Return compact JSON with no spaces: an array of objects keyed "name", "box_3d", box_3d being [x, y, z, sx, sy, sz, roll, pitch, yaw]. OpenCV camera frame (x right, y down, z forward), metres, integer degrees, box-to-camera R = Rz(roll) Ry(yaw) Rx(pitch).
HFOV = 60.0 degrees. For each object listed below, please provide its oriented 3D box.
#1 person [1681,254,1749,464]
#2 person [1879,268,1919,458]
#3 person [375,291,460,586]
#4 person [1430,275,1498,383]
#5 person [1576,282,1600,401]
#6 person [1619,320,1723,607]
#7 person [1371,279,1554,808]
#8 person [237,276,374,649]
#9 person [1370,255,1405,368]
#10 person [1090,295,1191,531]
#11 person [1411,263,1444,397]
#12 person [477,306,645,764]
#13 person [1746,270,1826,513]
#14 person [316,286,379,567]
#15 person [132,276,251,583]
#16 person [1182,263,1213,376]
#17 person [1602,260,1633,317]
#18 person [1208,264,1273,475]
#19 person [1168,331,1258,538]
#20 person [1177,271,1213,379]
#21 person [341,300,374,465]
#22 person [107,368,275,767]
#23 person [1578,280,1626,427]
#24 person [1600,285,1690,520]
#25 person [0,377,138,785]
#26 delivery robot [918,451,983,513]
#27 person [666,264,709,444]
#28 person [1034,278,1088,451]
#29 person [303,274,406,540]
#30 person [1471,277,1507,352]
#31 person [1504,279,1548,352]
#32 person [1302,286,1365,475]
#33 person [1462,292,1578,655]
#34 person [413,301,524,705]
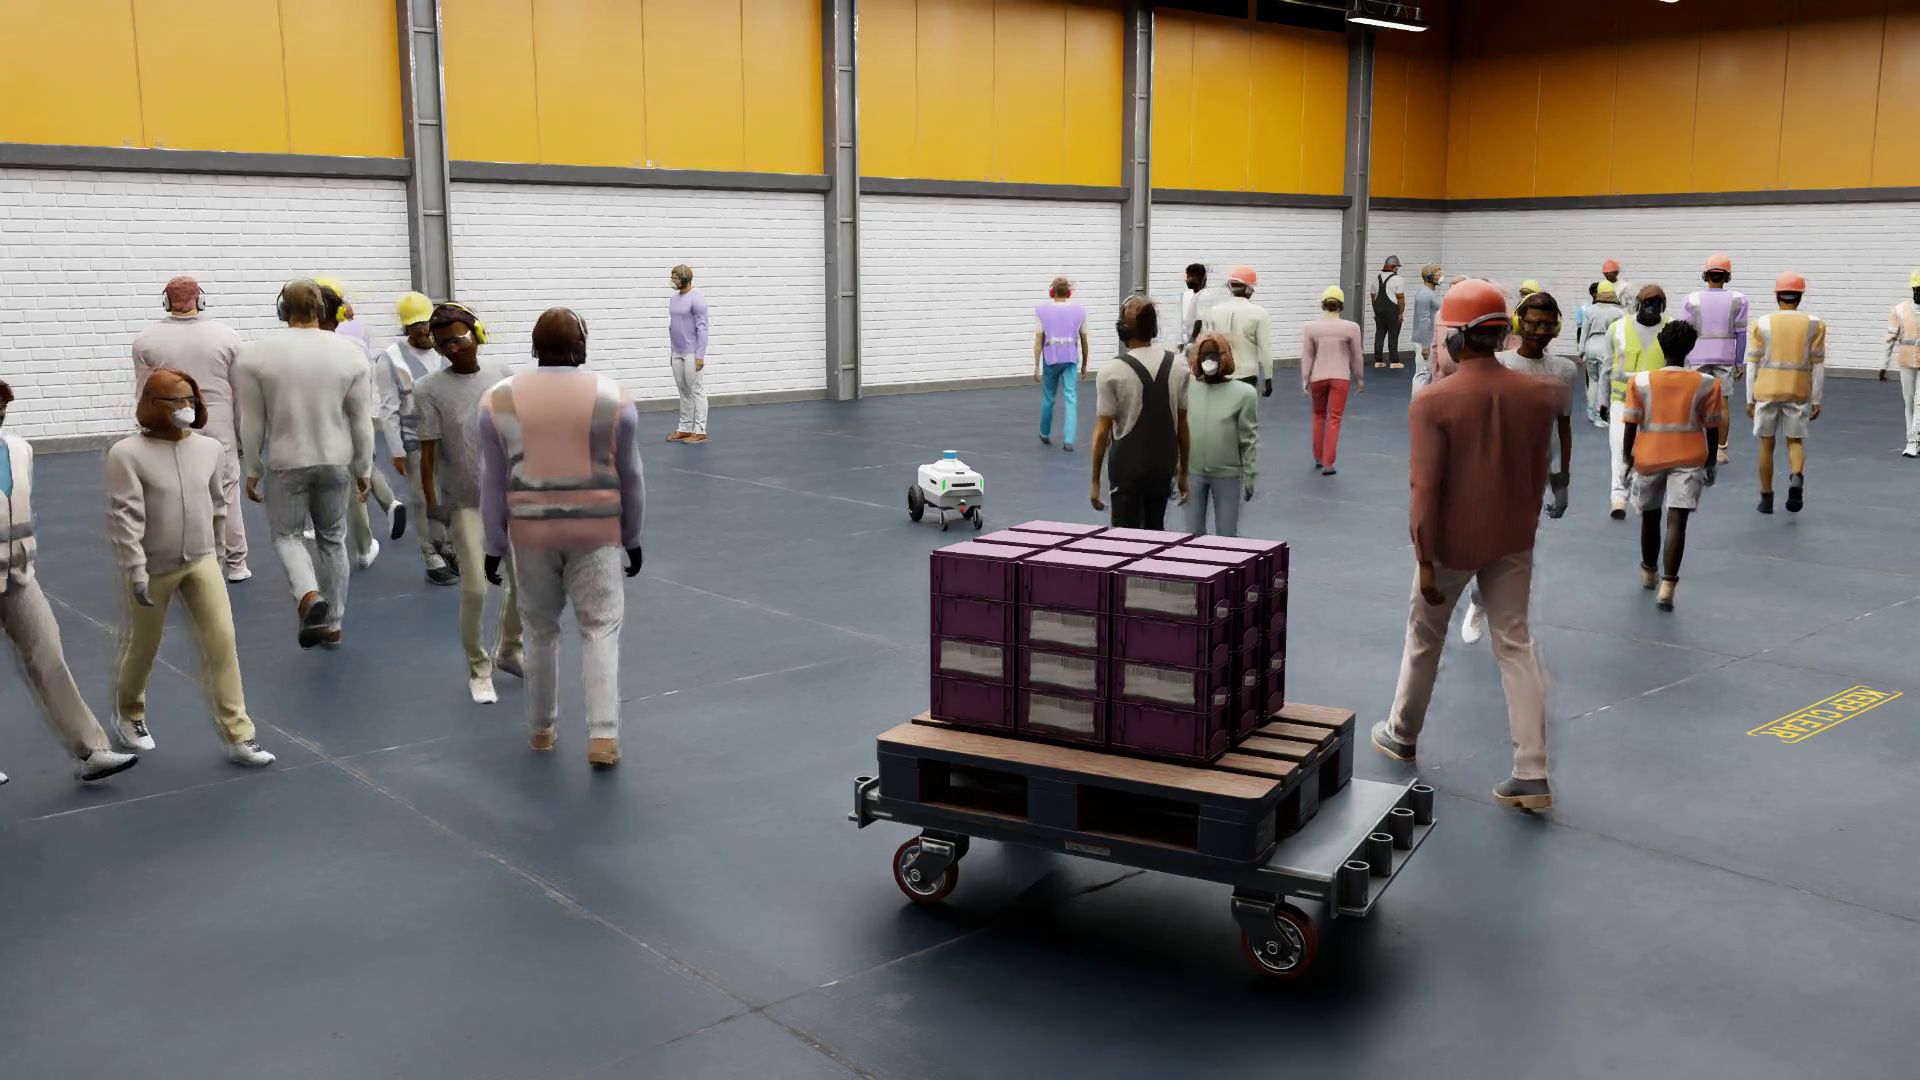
[{"name":"person","box_3d":[7.315,-1.754,16.202,0.605,2.044,0.375,3,10,18]},{"name":"person","box_3d":[9.573,-1.766,16.692,0.871,1.889,0.612,-9,13,-42]},{"name":"person","box_3d":[-3.224,-0.606,10.158,0.608,1.812,0.421,-9,13,-43]},{"name":"person","box_3d":[4.569,-1.451,14.983,0.516,1.870,0.797,-7,12,-37]},{"name":"person","box_3d":[8.910,-2.795,23.389,0.532,1.667,0.770,0,10,-1]},{"name":"person","box_3d":[4.165,-0.459,9.758,0.542,1.650,0.895,4,11,24]},{"name":"person","box_3d":[1.949,-0.001,6.267,0.615,1.946,1.042,-2,10,-9]},{"name":"person","box_3d":[-3.265,-0.359,8.384,0.639,1.920,0.601,-5,11,-28]},{"name":"person","box_3d":[7.802,-4.138,30.169,0.536,2.000,0.683,-7,12,-37]},{"name":"person","box_3d":[0.913,-0.334,8.514,0.535,1.827,0.402,-3,10,-19]},{"name":"person","box_3d":[5.609,-2.344,19.960,0.370,1.940,0.630,3,10,19]},{"name":"person","box_3d":[-1.582,-0.014,6.673,0.637,1.844,0.448,-1,10,-7]},{"name":"person","box_3d":[6.417,-1.134,12.964,0.548,1.918,0.600,3,10,19]},{"name":"person","box_3d":[-3.920,-0.664,10.444,0.548,1.826,0.928,-2,10,-10]},{"name":"person","box_3d":[-4.689,-0.659,10.211,0.638,1.902,0.407,-5,11,-25]},{"name":"person","box_3d":[2.877,-2.478,20.785,0.913,1.925,0.624,-1,10,-6]},{"name":"person","box_3d":[11.094,-3.759,28.246,0.615,1.954,1.136,9,13,43]},{"name":"person","box_3d":[2.493,-1.505,15.016,0.629,1.958,0.969,8,13,40]},{"name":"person","box_3d":[1.408,-0.356,9.272,0.501,1.616,0.548,3,10,18]},{"name":"person","box_3d":[3.100,-2.606,21.713,0.406,1.872,0.577,-6,12,-33]},{"name":"person","box_3d":[-5.485,-1.326,14.883,0.307,1.638,0.512,8,12,38]},{"name":"person","box_3d":[-3.157,0.102,6.666,0.861,1.592,0.501,7,12,37]},{"name":"person","box_3d":[7.656,-2.214,19.786,0.507,1.723,0.538,8,13,41]},{"name":"person","box_3d":[5.248,-1.042,12.763,0.636,1.795,0.933,3,10,19]},{"name":"person","box_3d":[-3.551,0.173,6.198,0.845,1.592,0.520,3,10,16]},{"name":"delivery robot","box_3d":[-0.073,-0.431,12.531,0.477,0.478,0.707,-3,10,-16]},{"name":"person","box_3d":[-2.947,-2.007,18.001,0.379,1.937,0.629,-8,13,-39]},{"name":"person","box_3d":[1.057,-1.859,17.549,0.603,1.788,0.993,-1,10,-7]},{"name":"person","box_3d":[-4.332,-0.916,11.729,0.806,1.900,0.597,6,11,30]},{"name":"person","box_3d":[5.279,-1.713,16.634,0.640,1.818,0.655,-3,10,-15]},{"name":"person","box_3d":[6.762,-2.258,20.013,0.550,1.745,0.602,8,13,39]},{"name":"person","box_3d":[3.505,-1.492,15.584,0.546,1.736,0.810,5,11,27]},{"name":"person","box_3d":[2.769,-0.305,8.284,0.546,1.849,0.442,1,10,6]},{"name":"person","box_3d":[-2.175,-0.161,7.505,0.592,1.828,0.453,-9,13,-42]}]
